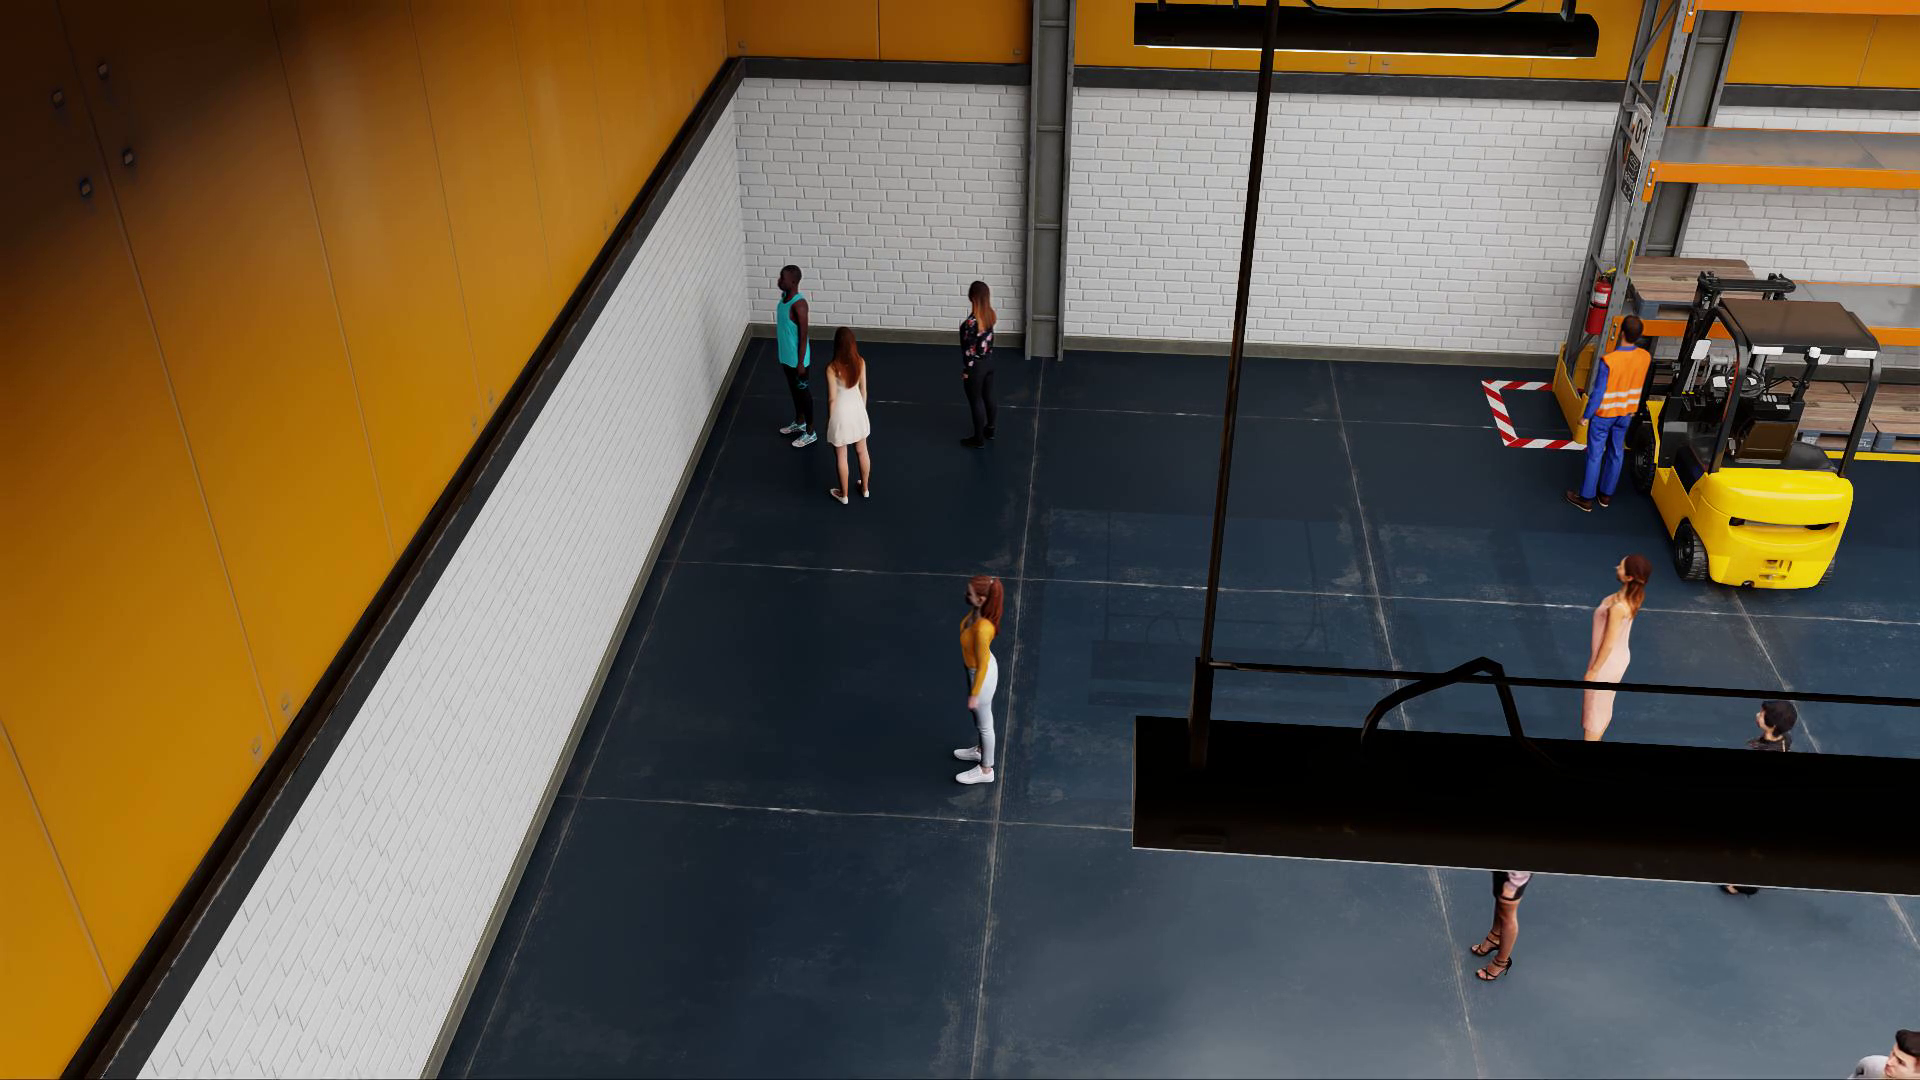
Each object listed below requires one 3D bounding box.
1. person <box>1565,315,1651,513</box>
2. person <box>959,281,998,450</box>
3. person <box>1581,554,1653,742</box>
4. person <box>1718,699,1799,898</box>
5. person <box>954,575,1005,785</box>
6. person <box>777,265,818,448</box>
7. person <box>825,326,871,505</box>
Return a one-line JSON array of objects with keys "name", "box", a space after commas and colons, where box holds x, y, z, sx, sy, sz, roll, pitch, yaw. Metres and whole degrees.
[{"name": "person", "box": [5.741, -1.124, 14.679, 0.696, 1.863, 0.846, -10, 35, -15]}, {"name": "person", "box": [0.182, -1.655, 15.642, 0.660, 1.683, 0.655, 21, 39, 28]}, {"name": "person", "box": [4.570, 0.866, 11.714, 0.670, 1.832, 0.655, 23, 40, 30]}, {"name": "person", "box": [5.178, 1.706, 10.675, 0.854, 1.582, 0.777, 21, 39, 28]}, {"name": "person", "box": [0.145, 0.958, 11.649, 0.577, 1.750, 0.601, 0, 34, 0]}, {"name": "person", "box": [-1.544, -1.746, 15.662, 0.704, 1.810, 0.701, -16, 37, -22]}, {"name": "person", "box": [-0.996, -1.117, 14.804, 0.624, 1.712, 0.708, -17, 37, -24]}]
